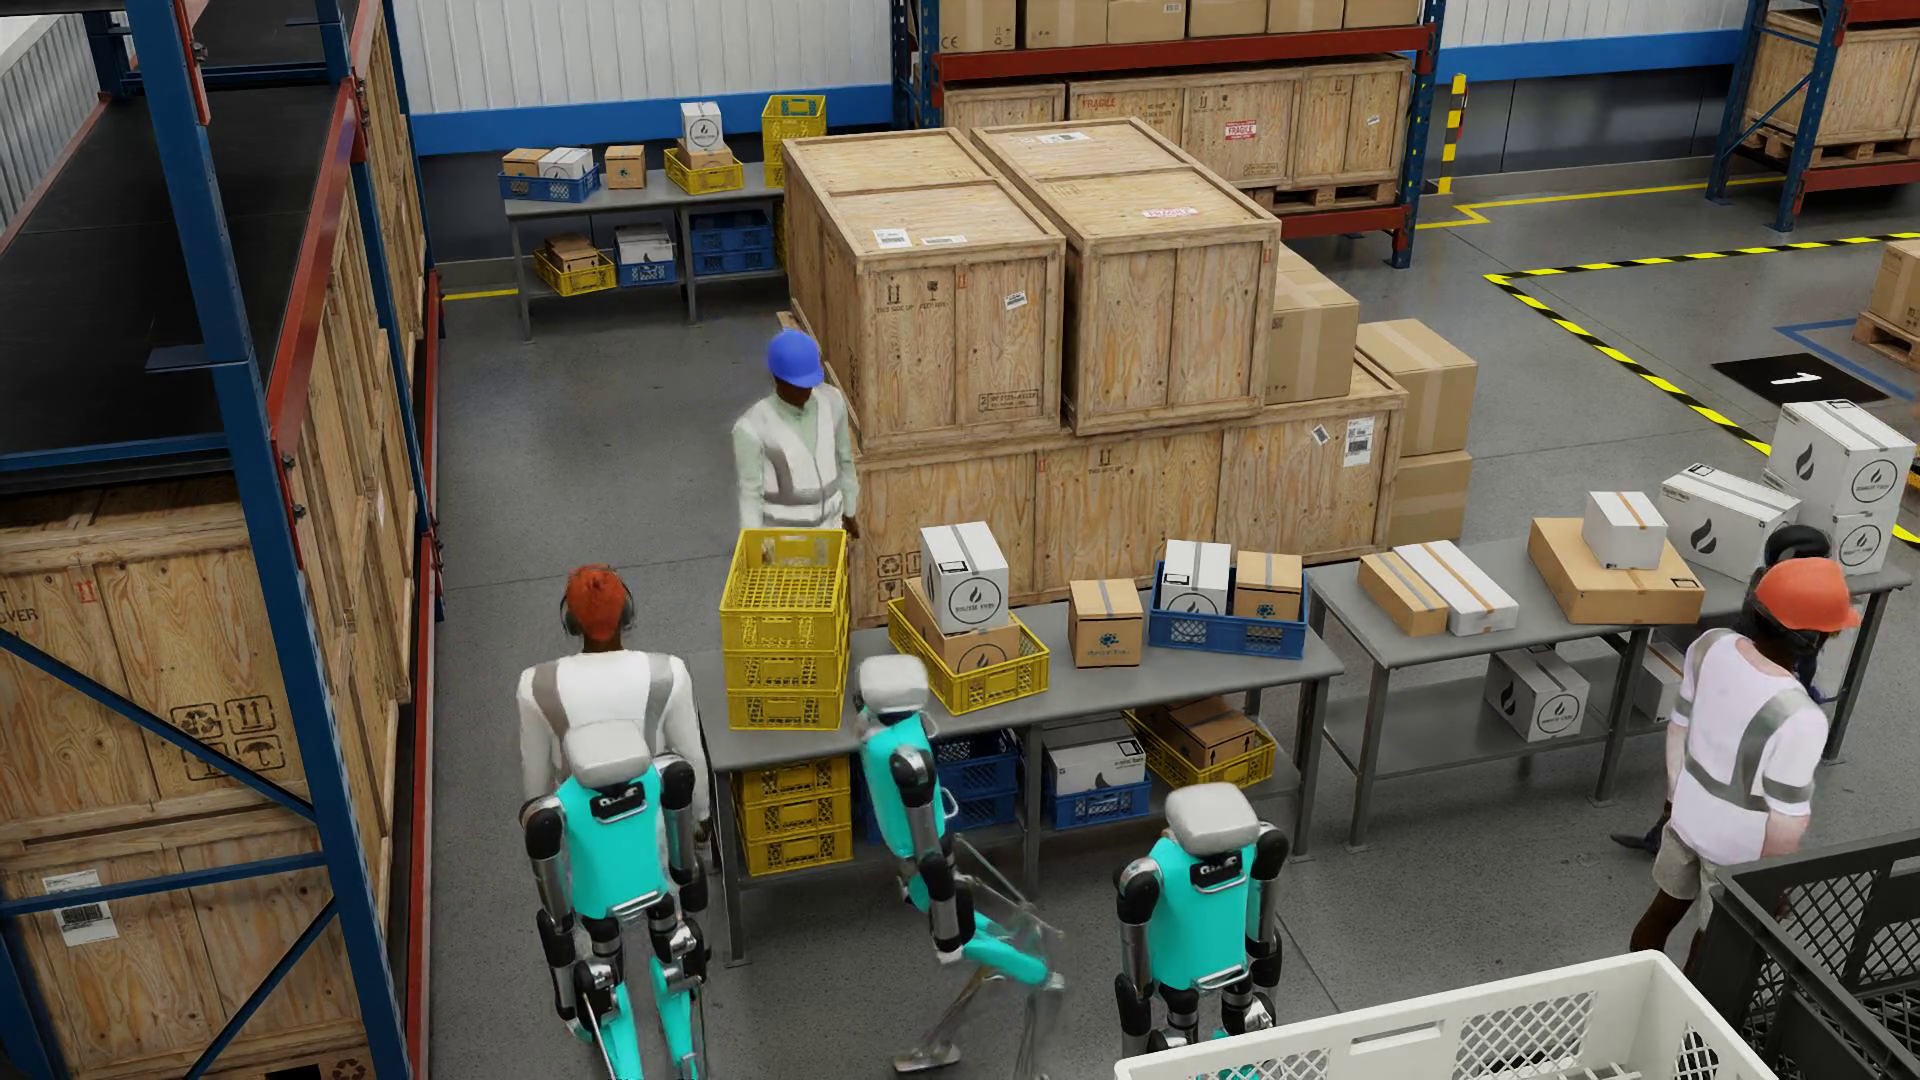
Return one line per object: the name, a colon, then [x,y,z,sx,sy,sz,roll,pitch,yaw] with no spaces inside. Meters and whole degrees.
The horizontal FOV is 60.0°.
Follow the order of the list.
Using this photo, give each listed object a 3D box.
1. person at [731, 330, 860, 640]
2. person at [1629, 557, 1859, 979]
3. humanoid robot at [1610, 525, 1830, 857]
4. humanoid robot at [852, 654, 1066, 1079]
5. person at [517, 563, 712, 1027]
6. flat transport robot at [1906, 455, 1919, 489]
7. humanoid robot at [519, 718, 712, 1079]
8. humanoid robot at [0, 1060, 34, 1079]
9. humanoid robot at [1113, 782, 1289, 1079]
person: [-0.742,-0.091,7.580,0.617,1.912,0.809,-25,37,-37]
person: [2.577,0.954,5.549,0.394,2.042,0.608,-6,29,-10]
humanoid robot: [3.049,0.689,6.435,0.727,1.636,0.599,0,29,0]
humanoid robot: [0.062,1.131,5.517,0.777,1.770,0.554,-9,30,-17]
person: [-1.184,0.938,5.764,0.650,1.870,0.437,-6,29,-11]
flat transport robot: [6.371,-0.428,9.864,1.431,0.197,0.652,-7,30,-13]
humanoid robot: [-0.908,1.462,5.051,0.538,1.888,0.714,-18,34,-30]
humanoid robot: [-2.183,1.929,4.140,0.315,1.657,0.599,7,30,13]
humanoid robot: [0.779,1.532,4.709,0.531,1.694,0.732,-13,31,-22]
